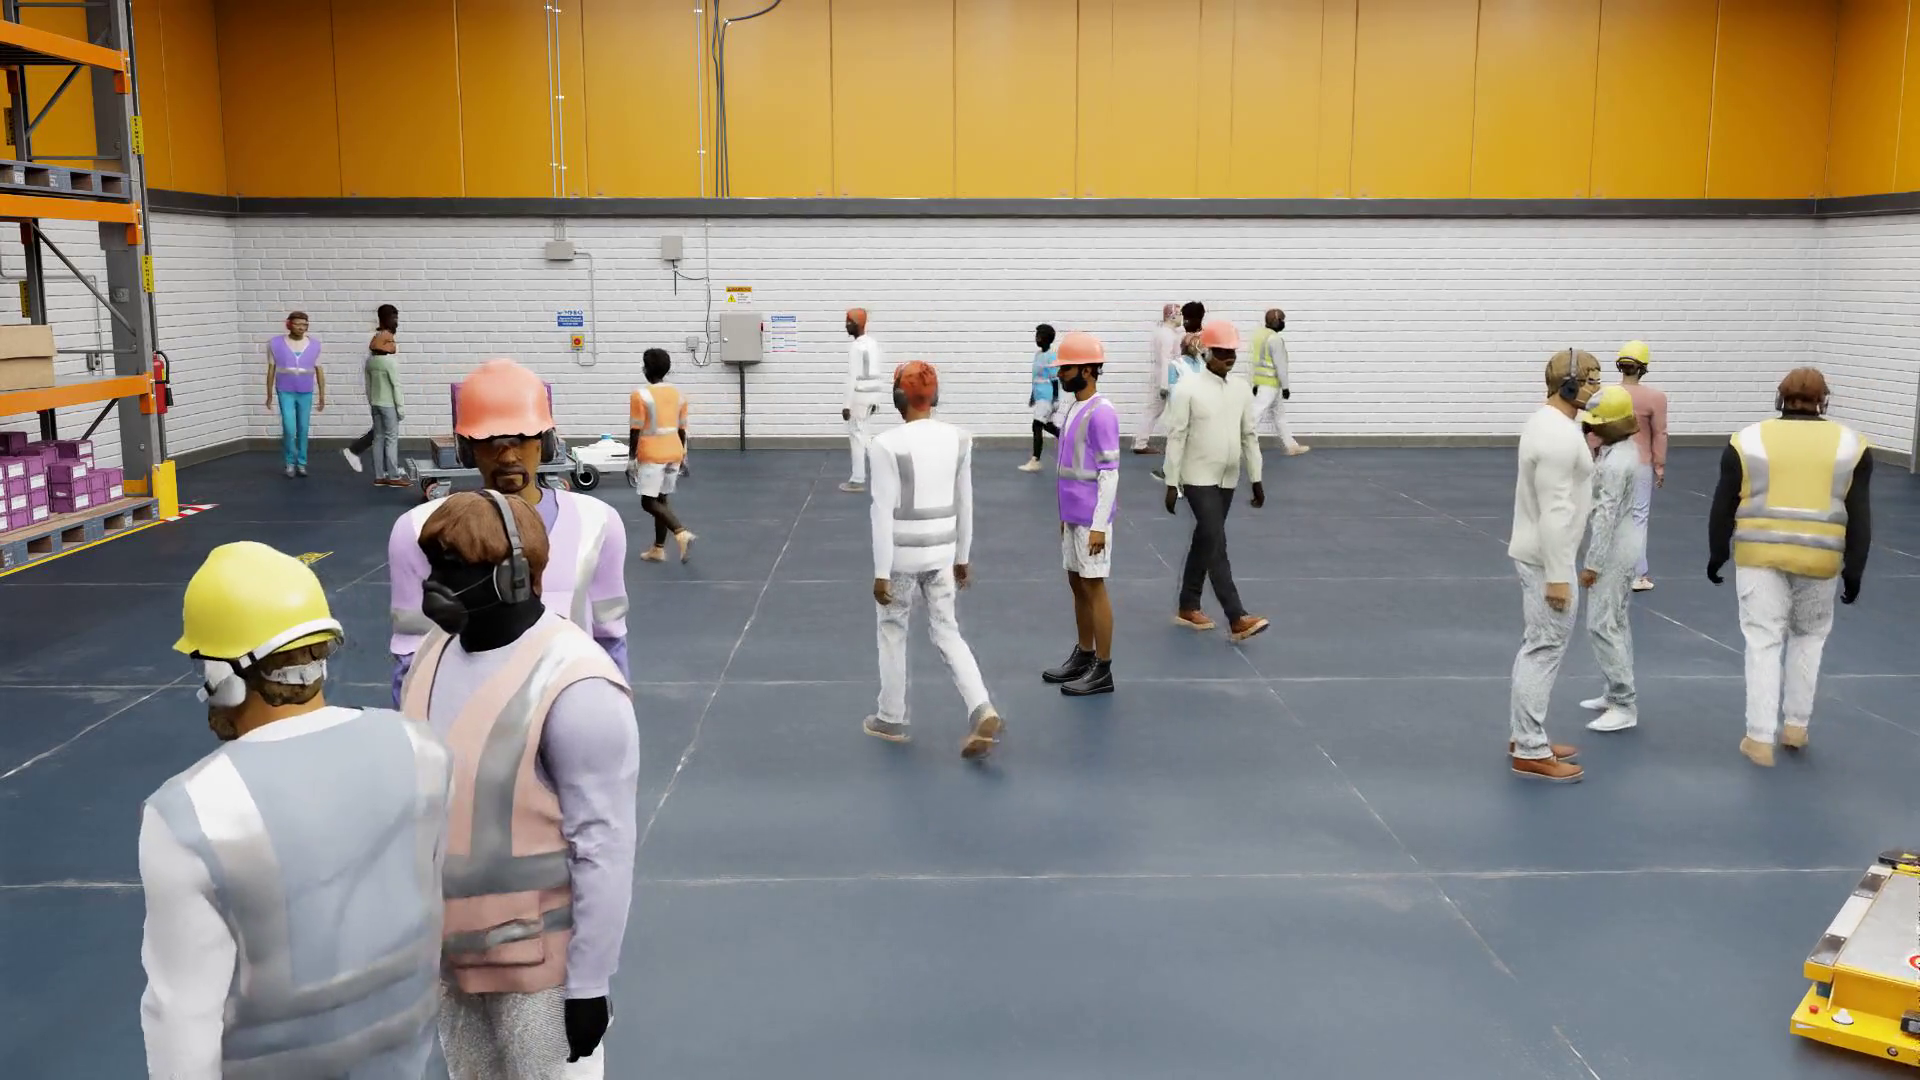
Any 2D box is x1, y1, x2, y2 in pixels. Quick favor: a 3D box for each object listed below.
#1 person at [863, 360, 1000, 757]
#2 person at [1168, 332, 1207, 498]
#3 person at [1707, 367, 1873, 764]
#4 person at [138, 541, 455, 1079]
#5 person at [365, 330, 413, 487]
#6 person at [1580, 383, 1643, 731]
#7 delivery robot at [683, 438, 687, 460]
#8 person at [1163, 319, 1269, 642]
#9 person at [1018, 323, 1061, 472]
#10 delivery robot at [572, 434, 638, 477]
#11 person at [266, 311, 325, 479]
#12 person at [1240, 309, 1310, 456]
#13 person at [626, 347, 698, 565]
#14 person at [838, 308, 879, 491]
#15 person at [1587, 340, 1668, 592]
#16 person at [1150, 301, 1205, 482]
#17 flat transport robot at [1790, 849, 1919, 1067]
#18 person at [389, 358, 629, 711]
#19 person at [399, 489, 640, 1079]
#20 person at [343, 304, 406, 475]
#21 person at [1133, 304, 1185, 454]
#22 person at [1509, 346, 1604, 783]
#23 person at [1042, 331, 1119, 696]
[{"bbox_3d":[-0.147,0.088,7.756,0.585,1.856,0.874,-7,11,-36],"label":"person"},{"bbox_3d":[2.272,-1.240,16.536,0.512,1.642,0.311,-6,11,-34],"label":"person"},{"bbox_3d":[3.840,0.105,7.760,0.657,1.808,0.713,3,10,20],"label":"person"},{"bbox_3d":[-1.120,0.902,2.862,0.416,1.815,0.608,7,12,36],"label":"person"},{"bbox_3d":[-5.979,-1.367,17.338,0.498,1.634,0.281,6,11,34],"label":"person"},{"bbox_3d":[3.228,0.074,8.261,0.342,1.723,0.526,4,10,25],"label":"person"},{"bbox_3d":[-3.229,-0.972,17.927,0.477,0.478,0.707,3,10,17],"label":"delivery robot"},{"bbox_3d":[1.641,-0.359,10.164,0.647,1.950,0.961,-7,11,-35],"label":"person"},{"bbox_3d":[1.041,-1.604,18.694,0.775,1.668,0.531,-2,9,-12],"label":"person"},{"bbox_3d":[-3.657,-0.860,17.240,0.707,0.478,0.477,-3,10,-15],"label":"delivery robot"},{"bbox_3d":[-7.191,-1.571,18.035,0.590,1.808,0.606,-6,11,-35],"label":"person"},{"bbox_3d":[3.764,-1.888,20.078,0.981,1.793,0.637,-1,9,-6],"label":"person"},{"bbox_3d":[-2.232,-0.621,12.619,0.671,1.677,0.533,7,11,35],"label":"person"},{"bbox_3d":[-1.006,-1.414,16.875,0.446,1.875,0.611,3,10,20],"label":"person"},{"bbox_3d":[4.709,-0.522,11.753,0.532,1.767,0.328,6,11,33],"label":"person"},{"bbox_3d":[2.415,-1.531,17.450,0.917,1.915,0.695,4,10,24],"label":"person"},{"bbox_3d":[3.104,1.296,5.175,0.652,0.197,1.431,7,12,37],"label":"flat transport robot"},{"bbox_3d":[-1.148,0.548,4.349,0.615,2.040,0.391,-4,10,-24],"label":"person"},{"bbox_3d":[-0.914,0.812,3.340,0.620,1.845,0.430,8,12,41],"label":"person"},{"bbox_3d":[-6.355,-1.625,18.131,0.619,1.894,0.593,-2,10,-14],"label":"person"},{"bbox_3d":[2.580,-1.944,20.231,0.981,1.853,0.645,-1,9,-6],"label":"person"},{"bbox_3d":[2.638,0.107,7.409,0.370,1.932,0.633,3,10,19],"label":"person"},{"bbox_3d":[0.644,-0.140,8.883,0.362,1.935,0.553,-2,10,-15],"label":"person"}]
